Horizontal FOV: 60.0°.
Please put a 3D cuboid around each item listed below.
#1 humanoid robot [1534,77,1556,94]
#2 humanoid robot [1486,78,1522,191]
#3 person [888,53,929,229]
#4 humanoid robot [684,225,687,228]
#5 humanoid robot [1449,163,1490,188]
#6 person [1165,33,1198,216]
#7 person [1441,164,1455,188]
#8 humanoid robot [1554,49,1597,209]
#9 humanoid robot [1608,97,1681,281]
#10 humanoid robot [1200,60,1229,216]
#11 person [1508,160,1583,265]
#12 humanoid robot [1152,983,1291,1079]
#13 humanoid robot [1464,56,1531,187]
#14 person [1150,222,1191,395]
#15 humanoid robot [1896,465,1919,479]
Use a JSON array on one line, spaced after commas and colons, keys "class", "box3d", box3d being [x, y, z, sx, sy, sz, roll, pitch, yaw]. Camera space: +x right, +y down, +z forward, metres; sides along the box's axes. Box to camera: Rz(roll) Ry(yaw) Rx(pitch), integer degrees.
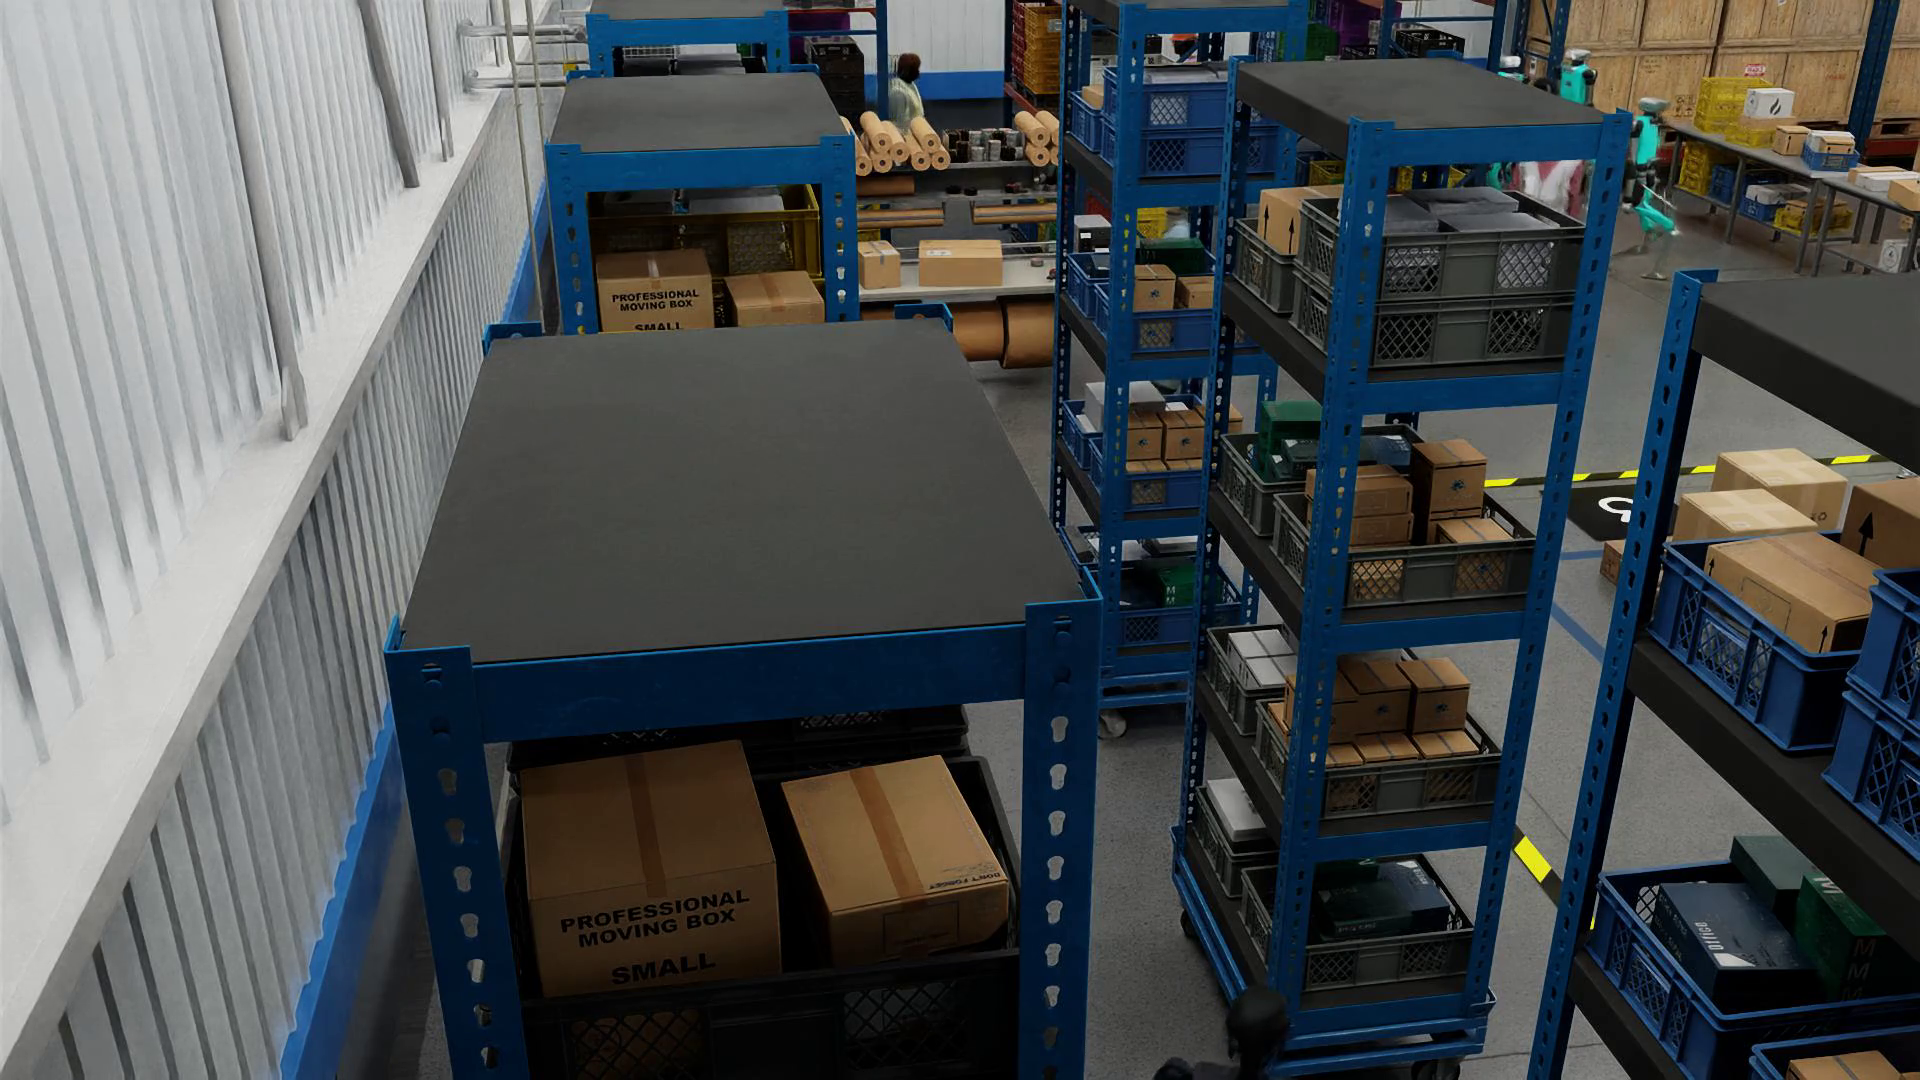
[{"class": "humanoid robot", "box3d": [5.979, -3.921, 17.141, 0.407, 1.652, 0.594, 10, 26, 20]}, {"class": "humanoid robot", "box3d": [5.534, -3.773, 16.751, 0.792, 1.781, 0.531, -22, 33, -40]}, {"class": "person", "box3d": [-0.570, -4.204, 17.581, 0.450, 1.822, 0.675, 6, 25, 13]}, {"class": "humanoid robot", "box3d": [-2.322, -2.993, 15.101, 0.599, 1.657, 0.315, -1, 25, -1]}, {"class": "humanoid robot", "box3d": [5.072, -3.728, 16.726, 0.476, 1.644, 0.616, -7, 26, -15]}, {"class": "person", "box3d": [2.395, -4.581, 18.136, 0.376, 2.041, 0.615, 22, 33, 39]}, {"class": "person", "box3d": [4.888, -3.960, 17.009, 0.588, 1.884, 0.534, 1, 25, 3]}, {"class": "humanoid robot", "box3d": [6.905, -4.546, 18.426, 0.787, 1.771, 0.532, -13, 28, -27]}, {"class": "humanoid robot", "box3d": [6.494, -3.217, 15.549, 0.554, 1.745, 1.038, -22, 33, -40]}, {"class": "humanoid robot", "box3d": [2.865, -4.376, 18.121, 0.337, 1.654, 0.601, -17, 30, -33]}, {"class": "person", "box3d": [5.063, -2.794, 14.575, 0.609, 1.770, 0.918, 16, 29, 30]}, {"class": "humanoid robot", "box3d": [0.678, 1.951, 4.427, 0.590, 1.657, 0.624, 9, 26, 19]}, {"class": "humanoid robot", "box3d": [5.660, -4.344, 17.913, 0.548, 1.751, 0.680, -10, 26, -20]}, {"class": "person", "box3d": [1.390, -1.267, 11.216, 0.423, 1.816, 0.611, -19, 31, -36]}, {"class": "humanoid robot", "box3d": [6.425, -1.146, 10.867, 0.735, 1.681, 0.533, -11, 27, -22]}]
